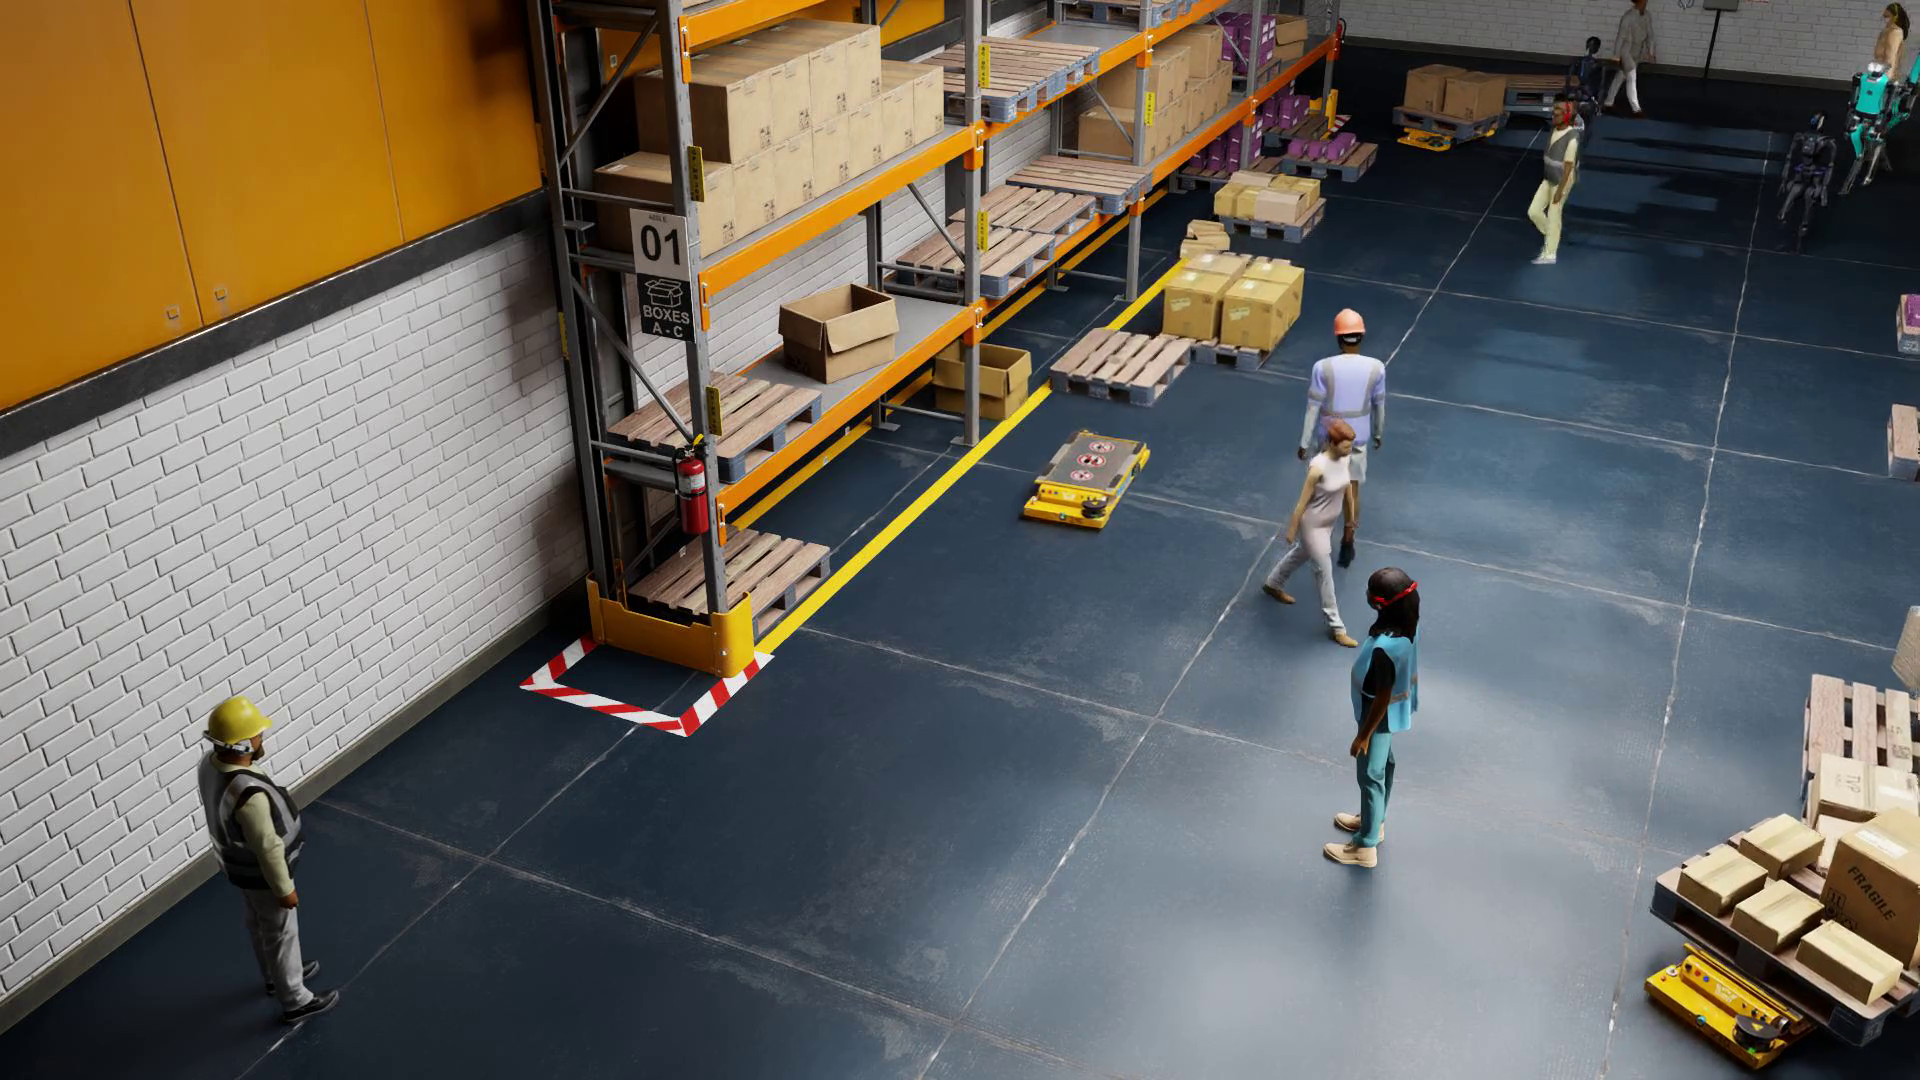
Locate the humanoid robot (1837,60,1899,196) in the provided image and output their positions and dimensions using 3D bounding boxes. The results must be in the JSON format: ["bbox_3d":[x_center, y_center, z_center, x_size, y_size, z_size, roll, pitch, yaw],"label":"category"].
[{"bbox_3d":[11.437,-5.172,20.832,1.006,1.740,0.551,-24,36,-37],"label":"humanoid robot"}]

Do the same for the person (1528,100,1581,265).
[{"bbox_3d":[6.588,-3.944,18.390,0.452,1.834,0.564,-5,29,-10],"label":"person"}]

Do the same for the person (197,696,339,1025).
[{"bbox_3d":[-3.425,1.572,8.180,0.403,1.825,0.589,-23,36,-36],"label":"person"}]

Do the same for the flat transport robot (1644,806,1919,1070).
[{"bbox_3d":[4.305,2.206,8.637,1.431,0.231,0.659,-17,33,-28],"label":"flat transport robot"}]

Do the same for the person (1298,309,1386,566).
[{"bbox_3d":[2.865,-0.823,12.557,0.626,1.873,0.974,1,28,2],"label":"person"}]

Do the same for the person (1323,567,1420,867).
[{"bbox_3d":[2.322,0.981,9.223,0.389,1.870,0.529,13,31,23],"label":"person"}]

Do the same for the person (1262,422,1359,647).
[{"bbox_3d":[2.483,-0.125,11.544,0.499,1.610,0.904,-24,37,-38],"label":"person"}]

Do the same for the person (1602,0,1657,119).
[{"bbox_3d":[9.850,-7.059,24.212,0.537,1.779,0.946,-17,33,-29],"label":"person"}]

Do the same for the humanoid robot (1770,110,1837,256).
[{"bbox_3d":[9.510,-3.998,18.662,0.376,1.647,0.587,-21,35,-34],"label":"humanoid robot"}]

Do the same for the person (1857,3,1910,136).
[{"bbox_3d":[12.814,-6.520,23.145,0.548,1.851,0.693,11,30,19],"label":"person"}]

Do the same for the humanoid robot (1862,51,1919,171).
[{"bbox_3d":[12.212,-5.716,21.775,0.744,1.782,0.538,9,30,17],"label":"humanoid robot"}]

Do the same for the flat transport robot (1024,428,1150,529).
[{"bbox_3d":[1.064,-0.523,13.698,0.659,0.231,1.431,10,30,19],"label":"flat transport robot"}]

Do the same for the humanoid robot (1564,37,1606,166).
[{"bbox_3d":[8.221,-5.793,21.995,0.432,1.645,0.612,-21,35,-34],"label":"humanoid robot"}]

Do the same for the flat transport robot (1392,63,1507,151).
[{"bbox_3d":[6.824,-5.709,23.314,1.431,0.231,0.659,-24,36,-37],"label":"flat transport robot"}]
